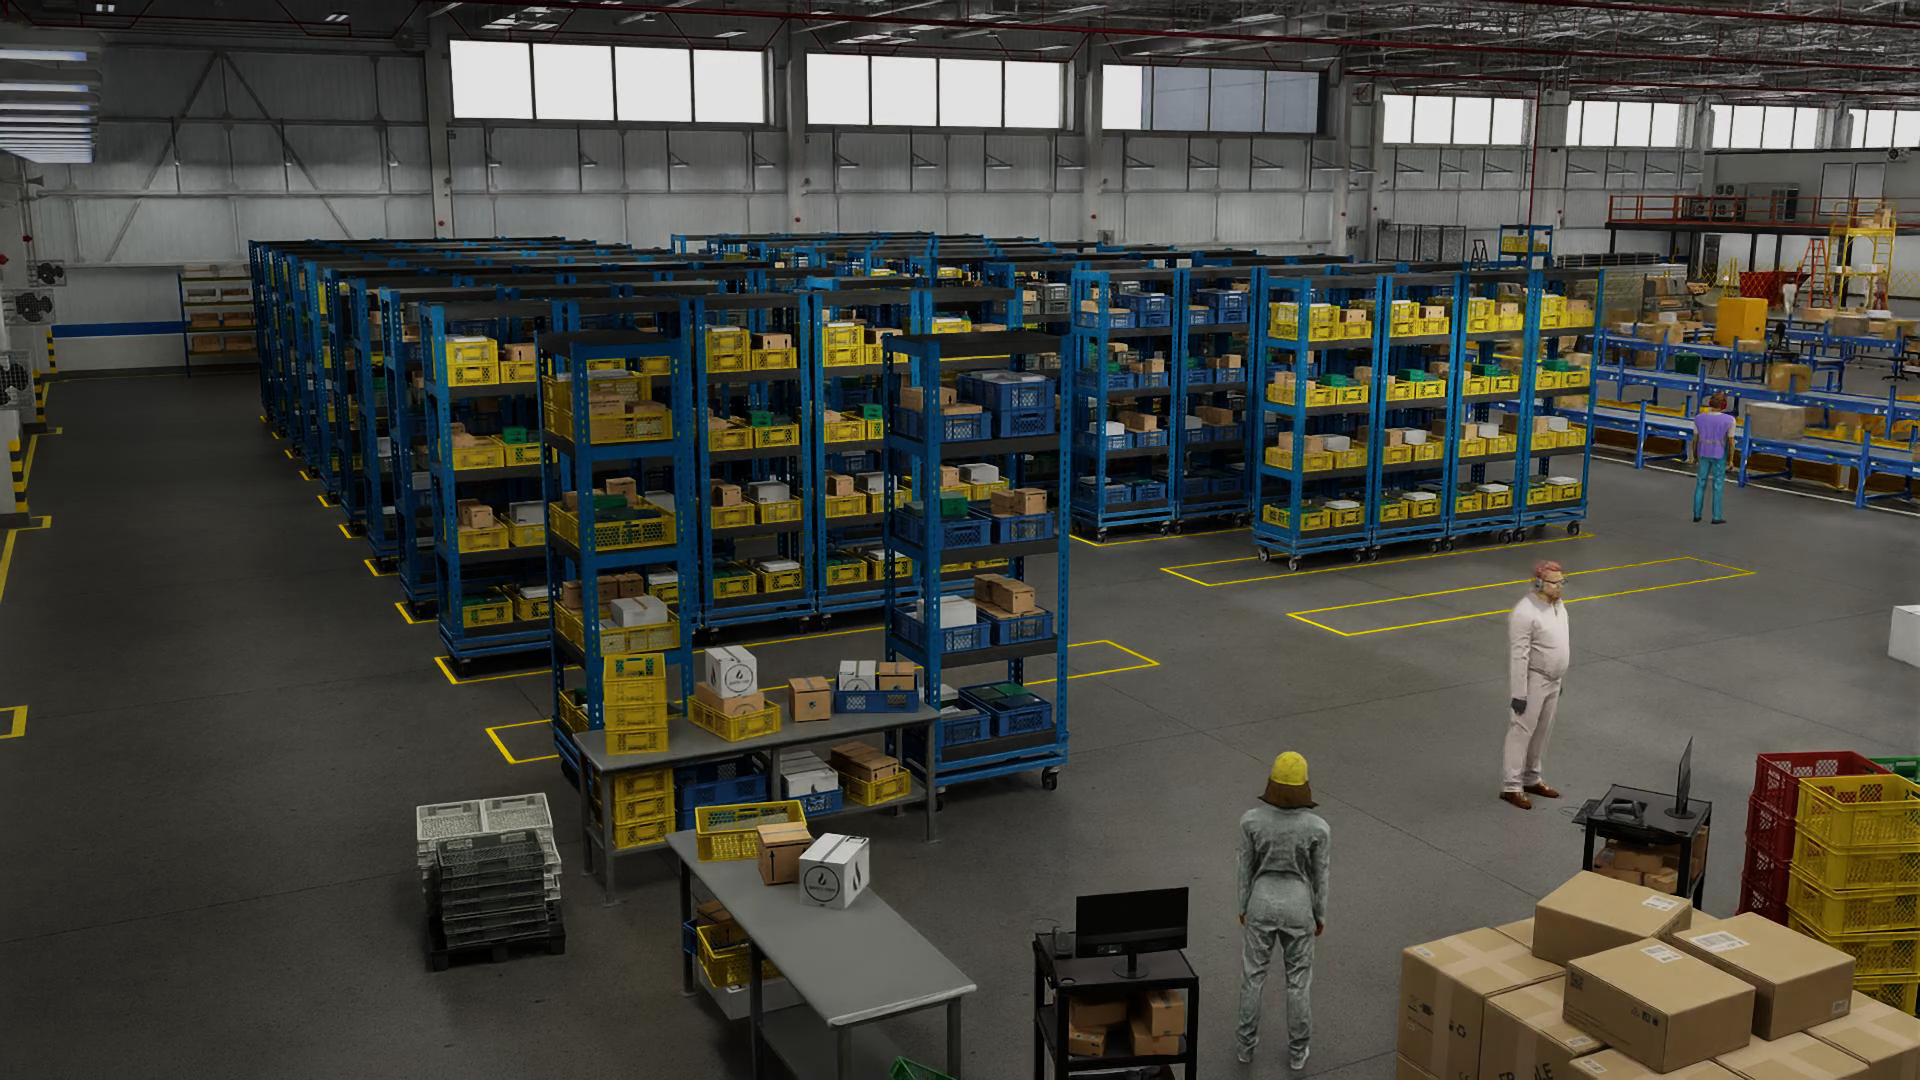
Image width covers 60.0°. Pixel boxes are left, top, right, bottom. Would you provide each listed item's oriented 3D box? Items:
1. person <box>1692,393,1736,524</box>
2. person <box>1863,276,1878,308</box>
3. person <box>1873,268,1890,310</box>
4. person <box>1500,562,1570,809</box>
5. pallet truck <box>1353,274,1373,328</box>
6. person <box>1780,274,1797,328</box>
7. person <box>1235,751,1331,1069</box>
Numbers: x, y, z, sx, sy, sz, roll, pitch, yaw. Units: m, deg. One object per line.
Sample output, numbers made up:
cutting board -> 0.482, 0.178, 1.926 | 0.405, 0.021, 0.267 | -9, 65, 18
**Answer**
person -> 10.536, -1.142, 23.287 | 0.567, 1.845, 0.386 | 10, 16, 40
person -> 32.281, -8.781, 58.959 | 0.607, 1.870, 0.415 | -4, 13, -16
person -> 33.121, -8.905, 59.810 | 0.523, 1.759, 0.347 | 9, 15, 35
person -> 4.442, 1.096, 12.721 | 0.704, 1.896, 0.424 | -12, 17, -44
pallet truck -> 13.011, -8.050, 55.243 | 0.823, 1.965, 1.885 | -7, 14, -28
person -> 26.908, -7.722, 54.051 | 0.530, 1.852, 0.627 | -2, 12, -10
person -> 1.731, 1.979, 8.958 | 0.485, 1.734, 0.348 | 3, 12, 14
